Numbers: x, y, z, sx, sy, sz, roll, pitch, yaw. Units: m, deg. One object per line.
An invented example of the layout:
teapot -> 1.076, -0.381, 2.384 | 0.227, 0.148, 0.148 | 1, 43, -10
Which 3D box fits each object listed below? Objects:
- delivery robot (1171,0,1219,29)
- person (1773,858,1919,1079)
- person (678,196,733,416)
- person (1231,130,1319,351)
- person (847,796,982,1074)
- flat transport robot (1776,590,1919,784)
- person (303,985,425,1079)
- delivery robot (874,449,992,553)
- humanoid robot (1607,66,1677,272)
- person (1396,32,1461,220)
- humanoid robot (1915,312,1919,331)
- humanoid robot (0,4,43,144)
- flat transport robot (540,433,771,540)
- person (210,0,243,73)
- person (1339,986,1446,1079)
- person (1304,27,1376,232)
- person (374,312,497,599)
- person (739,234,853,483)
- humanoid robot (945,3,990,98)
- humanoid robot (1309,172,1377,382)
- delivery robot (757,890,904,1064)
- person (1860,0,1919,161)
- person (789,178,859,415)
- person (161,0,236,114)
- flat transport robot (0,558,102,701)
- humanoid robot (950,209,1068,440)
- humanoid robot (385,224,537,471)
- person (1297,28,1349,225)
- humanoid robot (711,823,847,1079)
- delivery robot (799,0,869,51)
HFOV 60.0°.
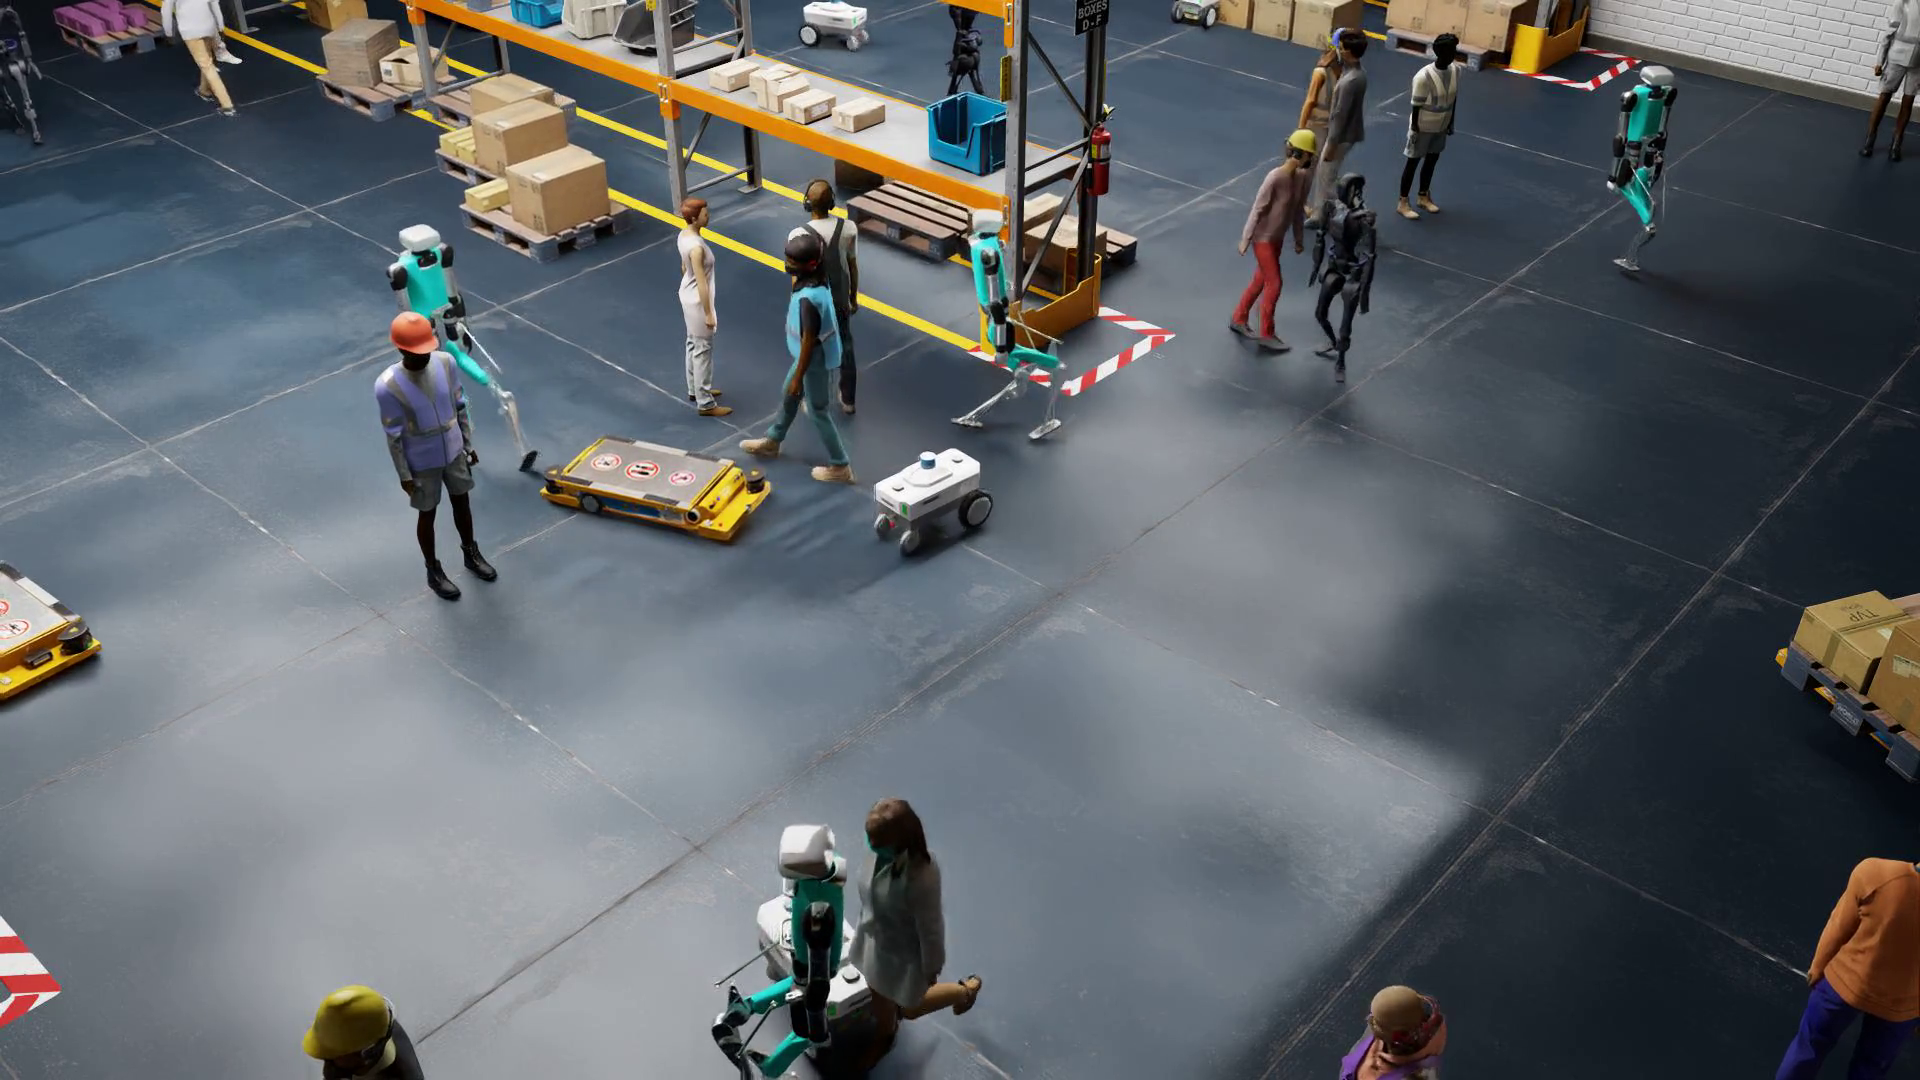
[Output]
delivery robot -> 2.916, -6.463, 19.936 | 0.524, 0.612, 0.783 | 23, 41, 30
person -> 3.715, 1.795, 6.718 | 0.518, 1.972, 0.403 | 19, 39, 25
person -> -1.882, -1.696, 12.039 | 0.269, 1.659, 0.460 | -12, 36, -17
person -> 2.467, -2.317, 12.892 | 0.674, 1.708, 0.593 | 23, 41, 30
person -> -0.185, 1.664, 7.183 | 0.558, 1.642, 0.519 | -28, 43, -34
flat transport robot -> 5.400, 0.973, 9.400 | 0.659, 0.231, 1.431 | -11, 36, -16
person -> -2.101, 2.284, 6.121 | 0.404, 1.837, 0.589 | -18, 39, -24
delivery robot -> -0.194, -0.308, 11.011 | 0.795, 0.602, 0.499 | -27, 43, -33
humanoid robot -> 5.757, -2.963, 13.858 | 0.542, 1.831, 0.758 | -14, 37, -19
person -> 4.231, -3.725, 14.953 | 0.532, 1.692, 0.320 | -19, 39, -25
humanoid robot -> 7.834, -2.262, 12.853 | 0.600, 1.648, 0.478 | 6, 35, 9
humanoid robot -> -9.483, -4.743, 16.482 | 0.591, 1.622, 0.785 | -16, 38, -22
flat transport robot -> -2.081, -0.373, 11.351 | 1.431, 0.231, 0.659 | 12, 36, 17
person -> -8.346, -6.118, 18.238 | 0.413, 1.904, 0.639 | 12, 36, 17
person -> 1.570, 2.297, 6.246 | 0.425, 1.686, 0.510 | -5, 35, -8
person -> 3.346, -3.515, 14.489 | 0.679, 1.880, 0.538 | 13, 37, 19
person -> -3.181, -0.519, 10.106 | 0.384, 1.929, 0.543 | 28, 43, 34
person -> -1.134, -1.211, 11.201 | 0.841, 1.821, 0.564 | -2, 35, -2
humanoid robot -> 0.108, -4.935, 16.761 | 0.756, 1.636, 0.598 | 8, 35, 11
humanoid robot -> 2.919, -2.009, 12.488 | 0.480, 1.646, 0.605 | -23, 41, -30
delivery robot -> -0.615, 1.987, 7.697 | 0.507, 0.614, 0.785 | -22, 40, -29
person -> 9.159, -4.632, 16.070 | 0.547, 1.924, 0.387 | 12, 37, 17
person -> -0.965, -1.710, 11.901 | 0.506, 1.845, 0.344 | -15, 37, -20
person -> -7.931, -5.305, 17.228 | 0.896, 1.699, 0.571 | 23, 41, 30
flat transport robot -> -5.904, 0.494, 10.094 | 1.431, 0.231, 0.659 | 24, 41, 31
humanoid robot -> 0.435, -1.489, 11.696 | 0.965, 1.762, 0.565 | -4, 35, -6
humanoid robot -> -3.307, -1.227, 11.314 | 0.958, 1.769, 0.545 | 18, 39, 25
person -> 3.325, -3.660, 14.812 | 0.499, 1.741, 0.784 | -29, 44, -35
humanoid robot -> -0.787, 1.861, 6.843 | 0.886, 1.779, 0.560 | -2, 35, -4
delivery robot -> -1.465, -5.994, 19.259 | 0.807, 0.613, 0.499 | 14, 37, 20
